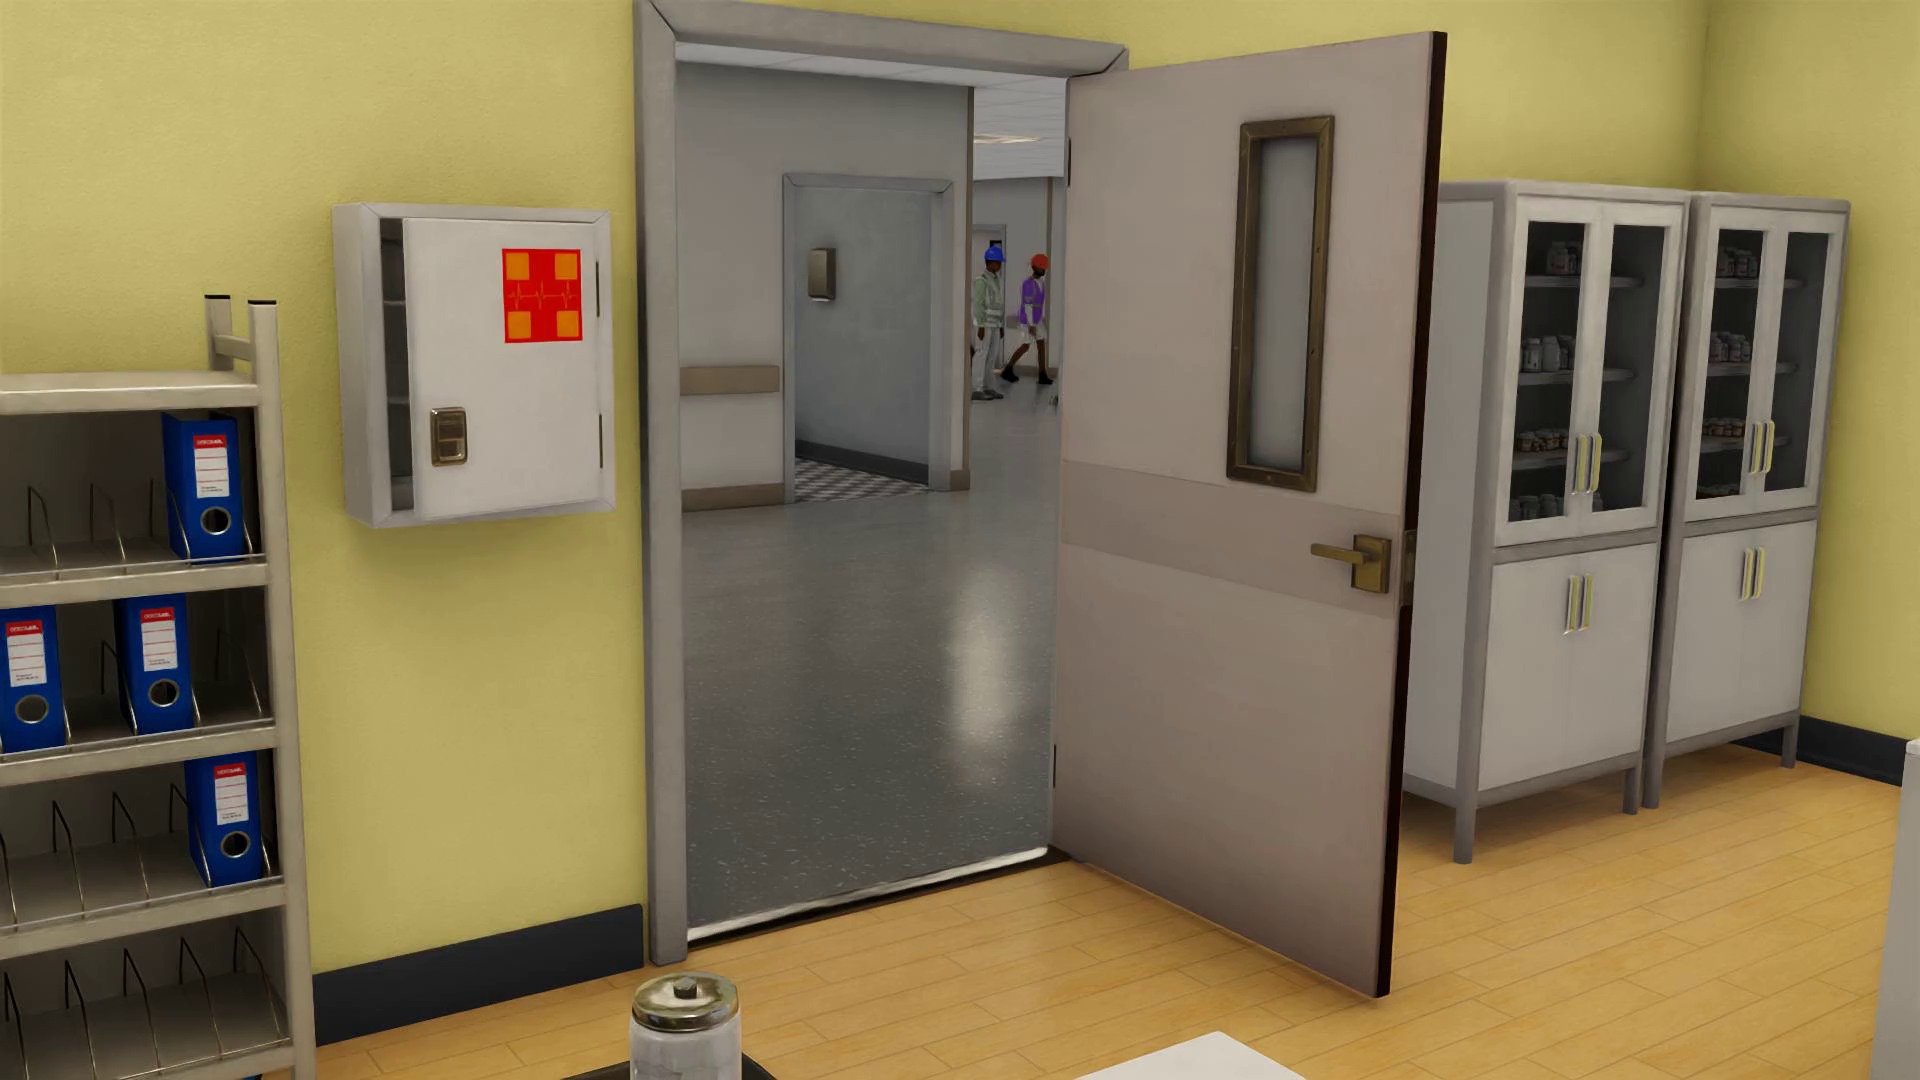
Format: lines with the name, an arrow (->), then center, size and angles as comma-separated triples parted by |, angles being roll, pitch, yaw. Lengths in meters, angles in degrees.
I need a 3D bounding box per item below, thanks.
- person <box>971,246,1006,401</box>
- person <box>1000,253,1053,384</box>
person -> 0.378, -2.725, 21.012 | 0.422, 1.938, 0.600 | 6, 11, 26
person -> 0.972, -3.185, 23.980 | 0.820, 1.887, 0.551 | 8, 12, 36
